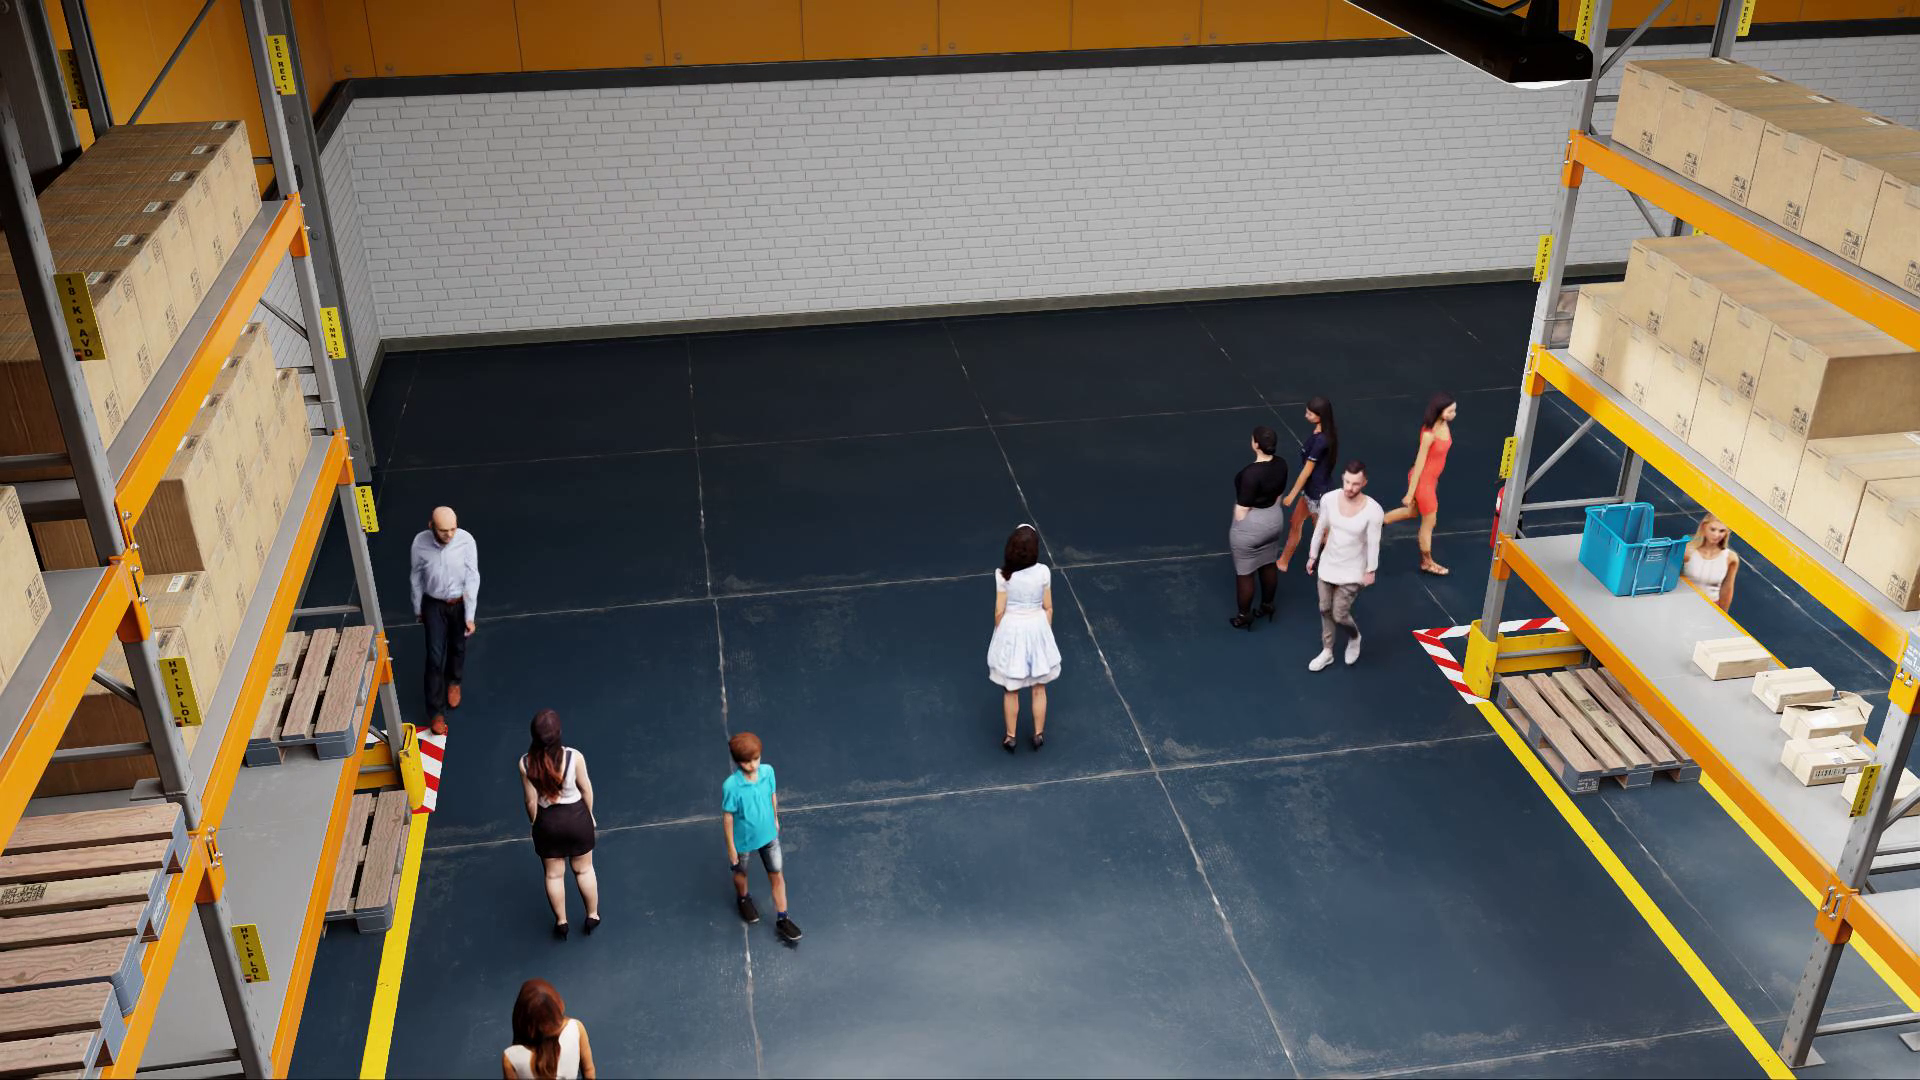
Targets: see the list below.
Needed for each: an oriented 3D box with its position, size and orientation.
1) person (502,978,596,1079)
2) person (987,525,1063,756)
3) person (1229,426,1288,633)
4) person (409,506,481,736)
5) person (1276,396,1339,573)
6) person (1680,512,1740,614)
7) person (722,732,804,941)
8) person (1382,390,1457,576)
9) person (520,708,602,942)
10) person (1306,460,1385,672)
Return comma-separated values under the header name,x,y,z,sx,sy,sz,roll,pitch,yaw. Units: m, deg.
name,x,y,z,sx,sy,sz,roll,pitch,yaw
person,-1.920,2.813,7.947,0.677,1.784,0.665,-18,33,-29
person,0.451,0.722,11.753,0.717,1.810,0.740,-2,29,-3
person,2.391,-0.091,13.299,0.780,1.757,0.799,-23,36,-35
person,-3.760,0.481,12.273,0.766,1.735,1.031,-6,29,-12
person,3.048,-0.337,13.788,0.999,1.719,1.092,11,31,20
person,5.301,0.562,12.058,0.720,1.799,0.749,7,29,13
person,-1.309,1.760,10.248,0.738,1.428,0.903,-17,33,-28
person,3.853,-0.491,14.098,1.072,1.694,1.076,13,31,22
person,-2.415,1.726,10.080,0.563,1.649,0.525,-7,29,-13
person,2.970,0.173,12.744,0.901,1.825,0.830,-25,38,-38
